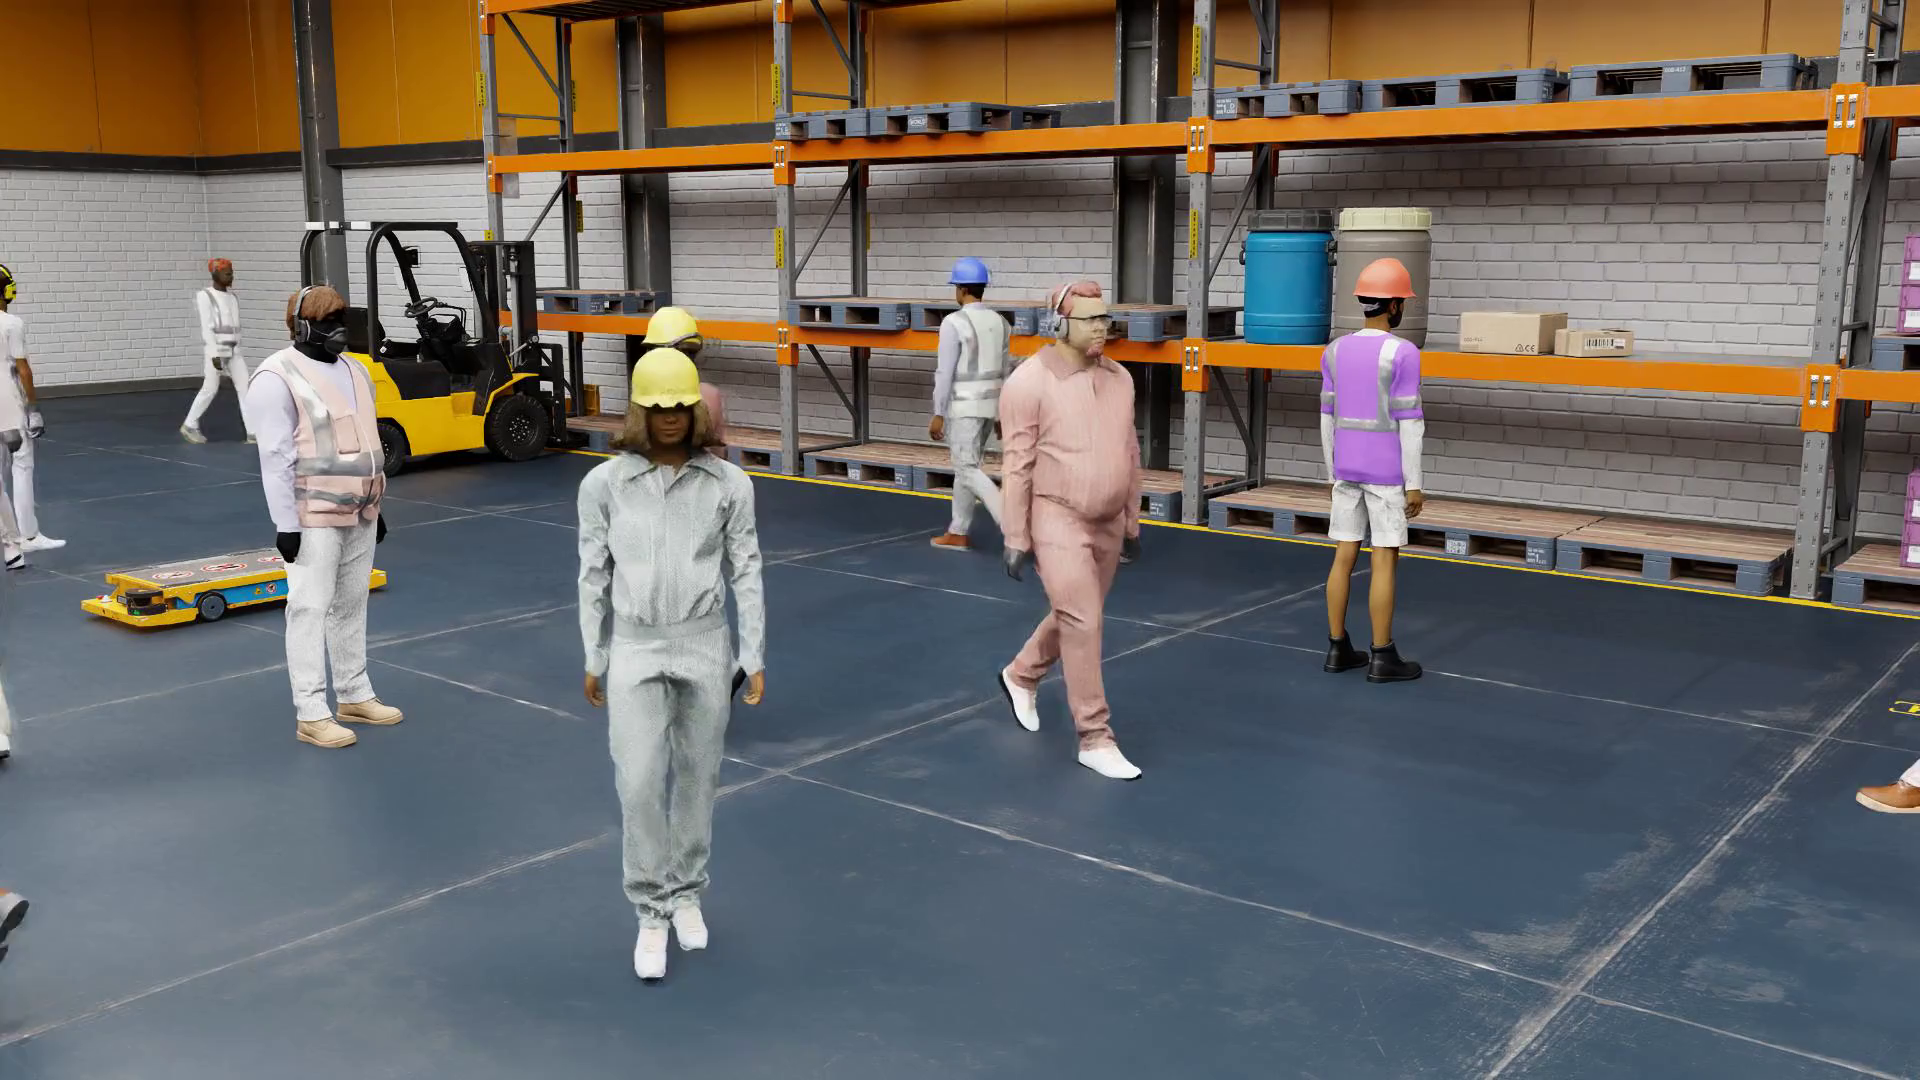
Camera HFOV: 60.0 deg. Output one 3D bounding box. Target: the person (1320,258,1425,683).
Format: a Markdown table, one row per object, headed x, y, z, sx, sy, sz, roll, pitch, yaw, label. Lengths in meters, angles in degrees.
| x | y | z | sx | sy | sz | roll | pitch | yaw | label |
| --- | --- | --- | --- | --- | --- | --- | --- | --- | --- |
| 1.909 | -0.315 | 7.659 | 0.361 | 1.940 | 0.543 | -8 | 13 | -36 | person |

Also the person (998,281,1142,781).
| x | y | z | sx | sy | sz | roll | pitch | yaw | label |
| --- | --- | --- | --- | --- | --- | --- | --- | --- | --- |
| 0.418 | -0.073 | 6.503 | 0.651 | 1.879 | 0.891 | -8 | 13 | -39 | person |

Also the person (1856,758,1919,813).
| x | y | z | sx | sy | sz | roll | pitch | yaw | label |
| --- | --- | --- | --- | --- | --- | --- | --- | --- | --- |
| 3.765 | 0.014 | 5.806 | 0.996 | 1.956 | 0.634 | 1 | 10 | 6 | person |

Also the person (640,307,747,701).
| x | y | z | sx | sy | sz | roll | pitch | yaw | label |
| --- | --- | --- | --- | --- | --- | --- | --- | --- | --- |
| -1.127 | -0.092 | 6.935 | 0.533 | 1.746 | 0.535 | 6 | 12 | 29 | person |

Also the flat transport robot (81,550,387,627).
| x | y | z | sx | sy | sz | roll | pitch | yaw | label |
| --- | --- | --- | --- | --- | --- | --- | --- | --- | --- |
| -4.015 | 0.231 | 9.258 | 0.652 | 0.197 | 1.431 | 8 | 13 | 38 | flat transport robot |

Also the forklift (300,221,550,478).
| x | y | z | sx | sy | sz | roll | pitch | yaw | label |
| --- | --- | --- | --- | --- | --- | --- | --- | --- | --- |
| -4.922 | -1.741 | 14.854 | 1.214 | 2.155 | 2.313 | 8 | 13 | 38 | forklift |

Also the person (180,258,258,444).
| x | y | z | sx | sy | sz | roll | pitch | yaw | label |
| --- | --- | --- | --- | --- | --- | --- | --- | --- | --- |
| -7.353 | -1.868 | 16.513 | 0.941 | 1.853 | 0.573 | 4 | 11 | 19 | person |

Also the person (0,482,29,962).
| x | y | z | sx | sy | sz | roll | pitch | yaw | label |
| --- | --- | --- | --- | --- | --- | --- | --- | --- | --- |
| -2.800 | 0.278 | 4.430 | 0.675 | 1.918 | 0.639 | 4 | 11 | 22 | person |

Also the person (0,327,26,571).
| x | y | z | sx | sy | sz | roll | pitch | yaw | label |
| --- | --- | --- | --- | --- | --- | --- | --- | --- | --- |
| -5.901 | -0.697 | 9.939 | 0.723 | 1.880 | 0.540 | 9 | 13 | 40 | person |

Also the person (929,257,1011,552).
| x | y | z | sx | sy | sz | roll | pitch | yaw | label |
| --- | --- | --- | --- | --- | --- | --- | --- | --- | --- |
| 0.139 | -0.826 | 10.576 | 0.857 | 1.910 | 0.602 | 8 | 13 | 37 | person |

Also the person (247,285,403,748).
| x | y | z | sx | sy | sz | roll | pitch | yaw | label |
| --- | --- | --- | --- | --- | --- | --- | --- | --- | --- |
| -2.548 | -0.101 | 6.744 | 0.429 | 1.843 | 0.631 | 3 | 11 | 16 | person |

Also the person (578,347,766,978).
| x | y | z | sx | sy | sz | roll | pitch | yaw | label |
| --- | --- | --- | --- | --- | --- | --- | --- | --- | --- |
| -0.778 | 0.340 | 4.596 | 0.506 | 1.723 | 0.594 | -3 | 11 | -17 | person |

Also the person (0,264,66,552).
| x | y | z | sx | sy | sz | roll | pitch | yaw | label |
| --- | --- | --- | --- | --- | --- | --- | --- | --- | --- |
| -6.183 | -0.855 | 10.826 | 0.532 | 1.875 | 0.317 | 4 | 11 | 20 | person |

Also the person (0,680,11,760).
| x | y | z | sx | sy | sz | roll | pitch | yaw | label |
| --- | --- | --- | --- | --- | --- | --- | --- | --- | --- |
| -4.006 | 0.074 | 6.462 | 0.872 | 1.597 | 0.534 | 7 | 12 | 33 | person |
